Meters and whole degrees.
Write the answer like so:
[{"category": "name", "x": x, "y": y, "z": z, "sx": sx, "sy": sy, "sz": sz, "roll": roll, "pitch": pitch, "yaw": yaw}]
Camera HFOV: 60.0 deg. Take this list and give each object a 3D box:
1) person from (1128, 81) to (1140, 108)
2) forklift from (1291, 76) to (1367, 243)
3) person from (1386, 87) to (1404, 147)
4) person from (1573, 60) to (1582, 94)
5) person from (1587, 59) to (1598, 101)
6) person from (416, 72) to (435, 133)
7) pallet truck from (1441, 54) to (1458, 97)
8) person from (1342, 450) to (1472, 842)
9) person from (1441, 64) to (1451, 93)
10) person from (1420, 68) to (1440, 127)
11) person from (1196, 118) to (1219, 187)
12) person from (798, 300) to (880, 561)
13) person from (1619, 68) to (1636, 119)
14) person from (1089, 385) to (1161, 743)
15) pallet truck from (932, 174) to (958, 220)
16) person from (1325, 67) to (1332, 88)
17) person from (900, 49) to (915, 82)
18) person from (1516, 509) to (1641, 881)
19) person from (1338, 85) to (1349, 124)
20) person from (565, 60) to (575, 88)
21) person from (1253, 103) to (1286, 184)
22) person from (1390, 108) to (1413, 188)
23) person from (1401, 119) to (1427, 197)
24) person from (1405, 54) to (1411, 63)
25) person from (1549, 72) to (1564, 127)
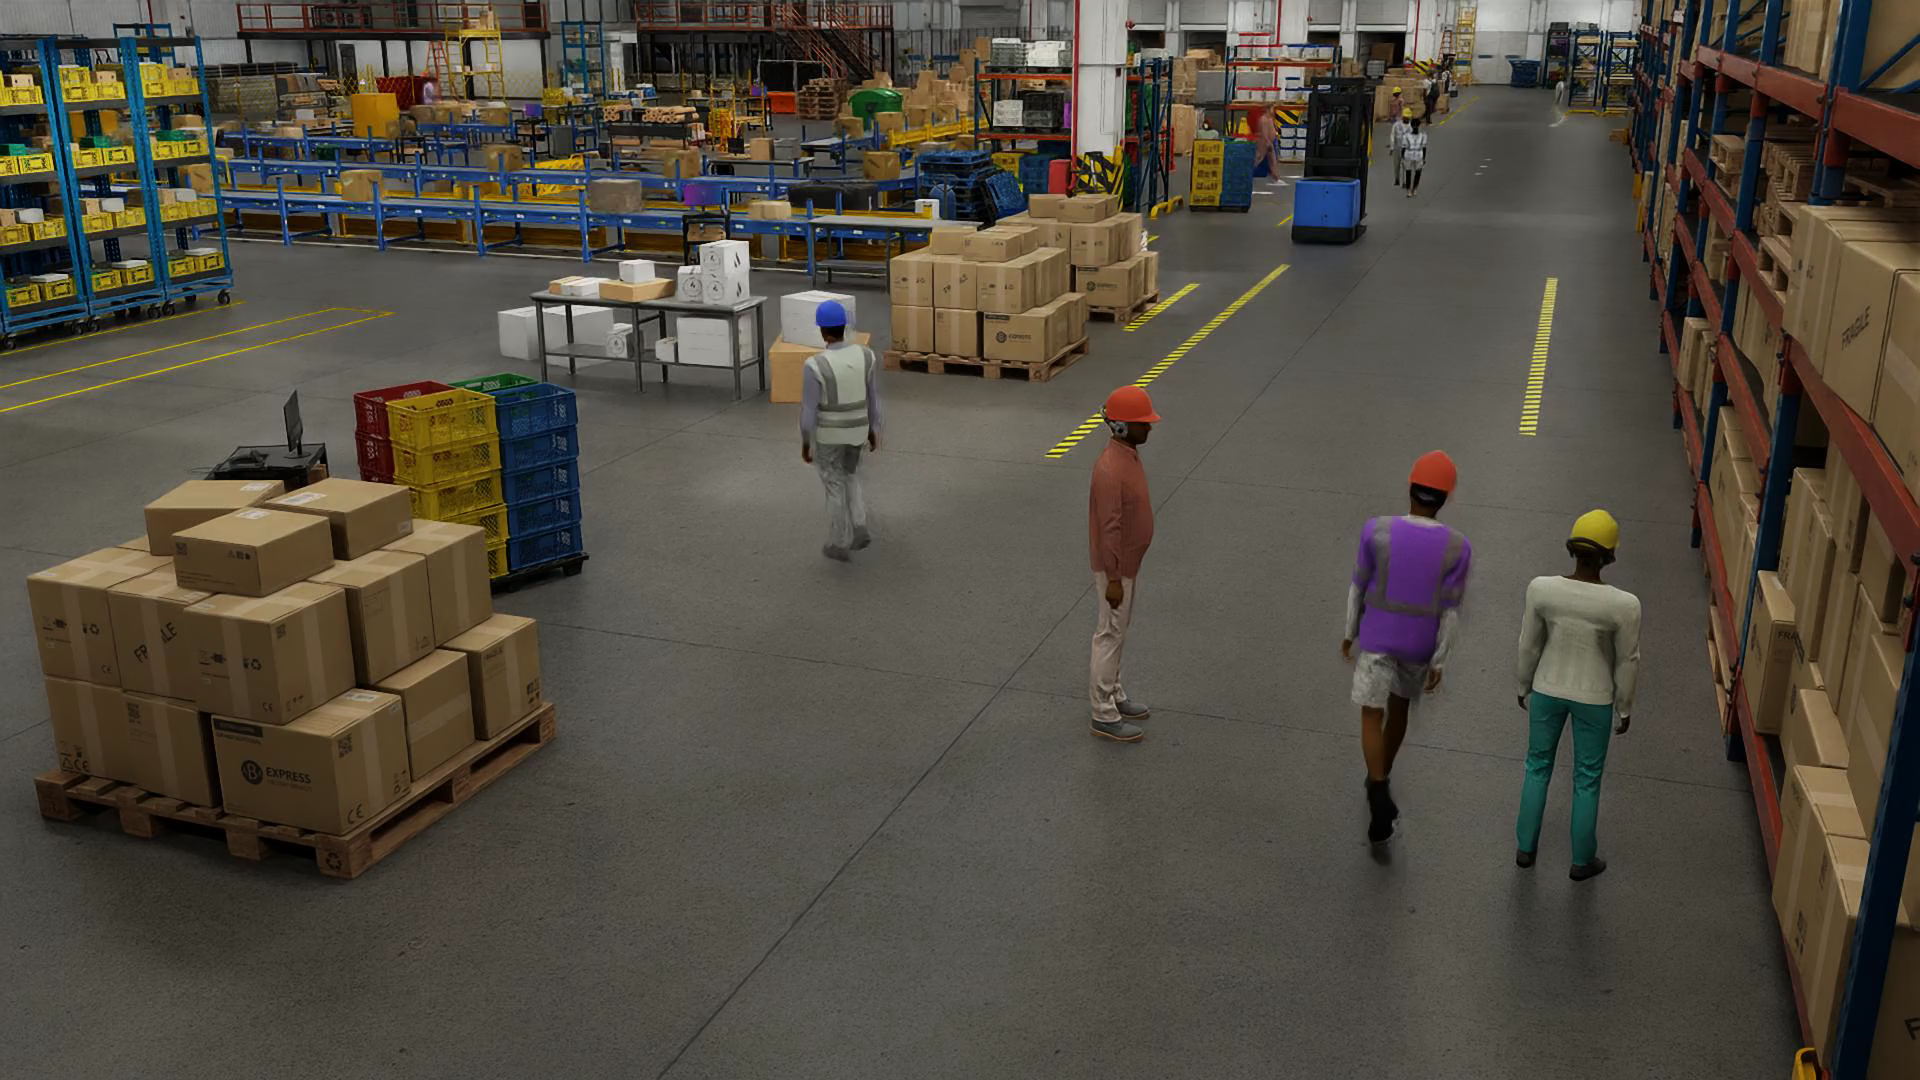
[{"category": "person", "x": 6.220, "y": -15.990, "z": 59.893, "sx": 0.639, "sy": 1.967, "sz": 0.694, "roll": -16, "pitch": 23, "yaw": -40}, {"category": "forklift", "x": 6.598, "y": -6.755, "z": 29.381, "sx": 1.129, "sy": 2.768, "sz": 1.873, "roll": 6, "pitch": 19, "yaw": 19}, {"category": "person", "x": 12.945, "y": -12.563, "z": 49.440, "sx": 0.328, "sy": 1.765, "sz": 0.532, "roll": -9, "pitch": 20, "yaw": -27}, {"category": "person", "x": 29.826, "y": -22.329, "z": 80.269, "sx": 0.597, "sy": 1.674, "sz": 0.535, "roll": 4, "pitch": 18, "yaw": 11}, {"category": "person", "x": 28.662, "y": -20.805, "z": 75.219, "sx": 0.429, "sy": 1.839, "sz": 0.633, "roll": -6, "pitch": 19, "yaw": -18}, {"category": "person", "x": -17.740, "y": -14.593, "z": 55.479, "sx": 1.074, "sy": 1.991, "sz": 0.621, "roll": -11, "pitch": 21, "yaw": -30}, {"category": "pallet truck", "x": 22.765, "y": -21.886, "z": 78.355, "sx": 0.823, "sy": 1.965, "sz": 1.885, "roll": -4, "pitch": 18, "yaw": -14}, {"category": "person", "x": 2.175, "y": 0.517, "z": 8.136, "sx": 0.569, "sy": 1.896, "sz": 0.883, "roll": 3, "pitch": 18, "yaw": 8}, {"category": "person", "x": 19.821, "y": -18.514, "z": 68.018, "sx": 0.505, "sy": 1.840, "sz": 0.346, "roll": -12, "pitch": 21, "yaw": -34}, {"category": "person", "x": 16.517, "y": -15.579, "z": 58.468, "sx": 0.689, "sy": 2.000, "sz": 0.674, "roll": -16, "pitch": 24, "yaw": -41}, {"category": "person", "x": 5.548, "y": -8.667, "z": 37.415, "sx": 0.501, "sy": 1.632, "sz": 0.286, "roll": 3, "pitch": 18, "yaw": 11}, {"category": "person", "x": -0.894, "y": -0.784, "z": 12.151, "sx": 0.639, "sy": 1.933, "sz": 0.441, "roll": -14, "pitch": 22, "yaw": -37}, {"category": "person", "x": 25.397, "y": -16.843, "z": 62.724, "sx": 0.996, "sy": 1.860, "sz": 0.602, "roll": 2, "pitch": 18, "yaw": 6}, {"category": "person", "x": 0.895, "y": 0.121, "z": 9.212, "sx": 0.381, "sy": 1.994, "sz": 0.622, "roll": 4, "pitch": 18, "yaw": 13}, {"category": "pallet truck", "x": -0.507, "y": -5.292, "z": 27.348, "sx": 0.653, "sy": 1.274, "sz": 1.630, "roll": 6, "pitch": 19, "yaw": 19}, {"category": "person", "x": 15.071, "y": -18.562, "z": 68.138, "sx": 0.477, "sy": 1.857, "sz": 0.547, "roll": -8, "pitch": 19, "yaw": -23}, {"category": "person", "x": -3.024, "y": -27.184, "z": 95.329, "sx": 0.943, "sy": 1.794, "sz": 0.659, "roll": -6, "pitch": 19, "yaw": -17}, {"category": "person", "x": 2.854, "y": 0.716, "z": 7.719, "sx": 0.533, "sy": 1.765, "sz": 0.326, "roll": 12, "pitch": 21, "yaw": 33}, {"category": "person", "x": 12.208, "y": -13.716, "z": 53.180, "sx": 0.553, "sy": 1.682, "sz": 0.370, "roll": -15, "pitch": 23, "yaw": -38}, {"category": "person", "x": -17.373, "y": -20.507, "z": 74.297, "sx": 1.013, "sy": 1.818, "sz": 0.611, "roll": -8, "pitch": 20, "yaw": -25}, {"category": "person", "x": 7.129, "y": -9.271, "z": 38.952, "sx": 0.996, "sy": 1.863, "sz": 0.642, "roll": 10, "pitch": 20, "yaw": 27}, {"category": "person", "x": 10.223, "y": -9.053, "z": 38.370, "sx": 0.589, "sy": 1.799, "sz": 0.869, "roll": 4, "pitch": 18, "yaw": 13}, {"category": "person", "x": 9.852, "y": -8.287, "z": 36.125, "sx": 0.558, "sy": 1.678, "sz": 0.524, "roll": 3, "pitch": 18, "yaw": 8}, {"category": "person", "x": 23.333, "y": -24.468, "z": 86.881, "sx": 0.324, "sy": 1.743, "sz": 0.491, "roll": 15, "pitch": 23, "yaw": 39}, {"category": "person", "x": 20.994, "y": -15.459, "z": 58.386, "sx": 0.437, "sy": 1.856, "sz": 0.548, "roll": 1, "pitch": 18, "yaw": 4}]
